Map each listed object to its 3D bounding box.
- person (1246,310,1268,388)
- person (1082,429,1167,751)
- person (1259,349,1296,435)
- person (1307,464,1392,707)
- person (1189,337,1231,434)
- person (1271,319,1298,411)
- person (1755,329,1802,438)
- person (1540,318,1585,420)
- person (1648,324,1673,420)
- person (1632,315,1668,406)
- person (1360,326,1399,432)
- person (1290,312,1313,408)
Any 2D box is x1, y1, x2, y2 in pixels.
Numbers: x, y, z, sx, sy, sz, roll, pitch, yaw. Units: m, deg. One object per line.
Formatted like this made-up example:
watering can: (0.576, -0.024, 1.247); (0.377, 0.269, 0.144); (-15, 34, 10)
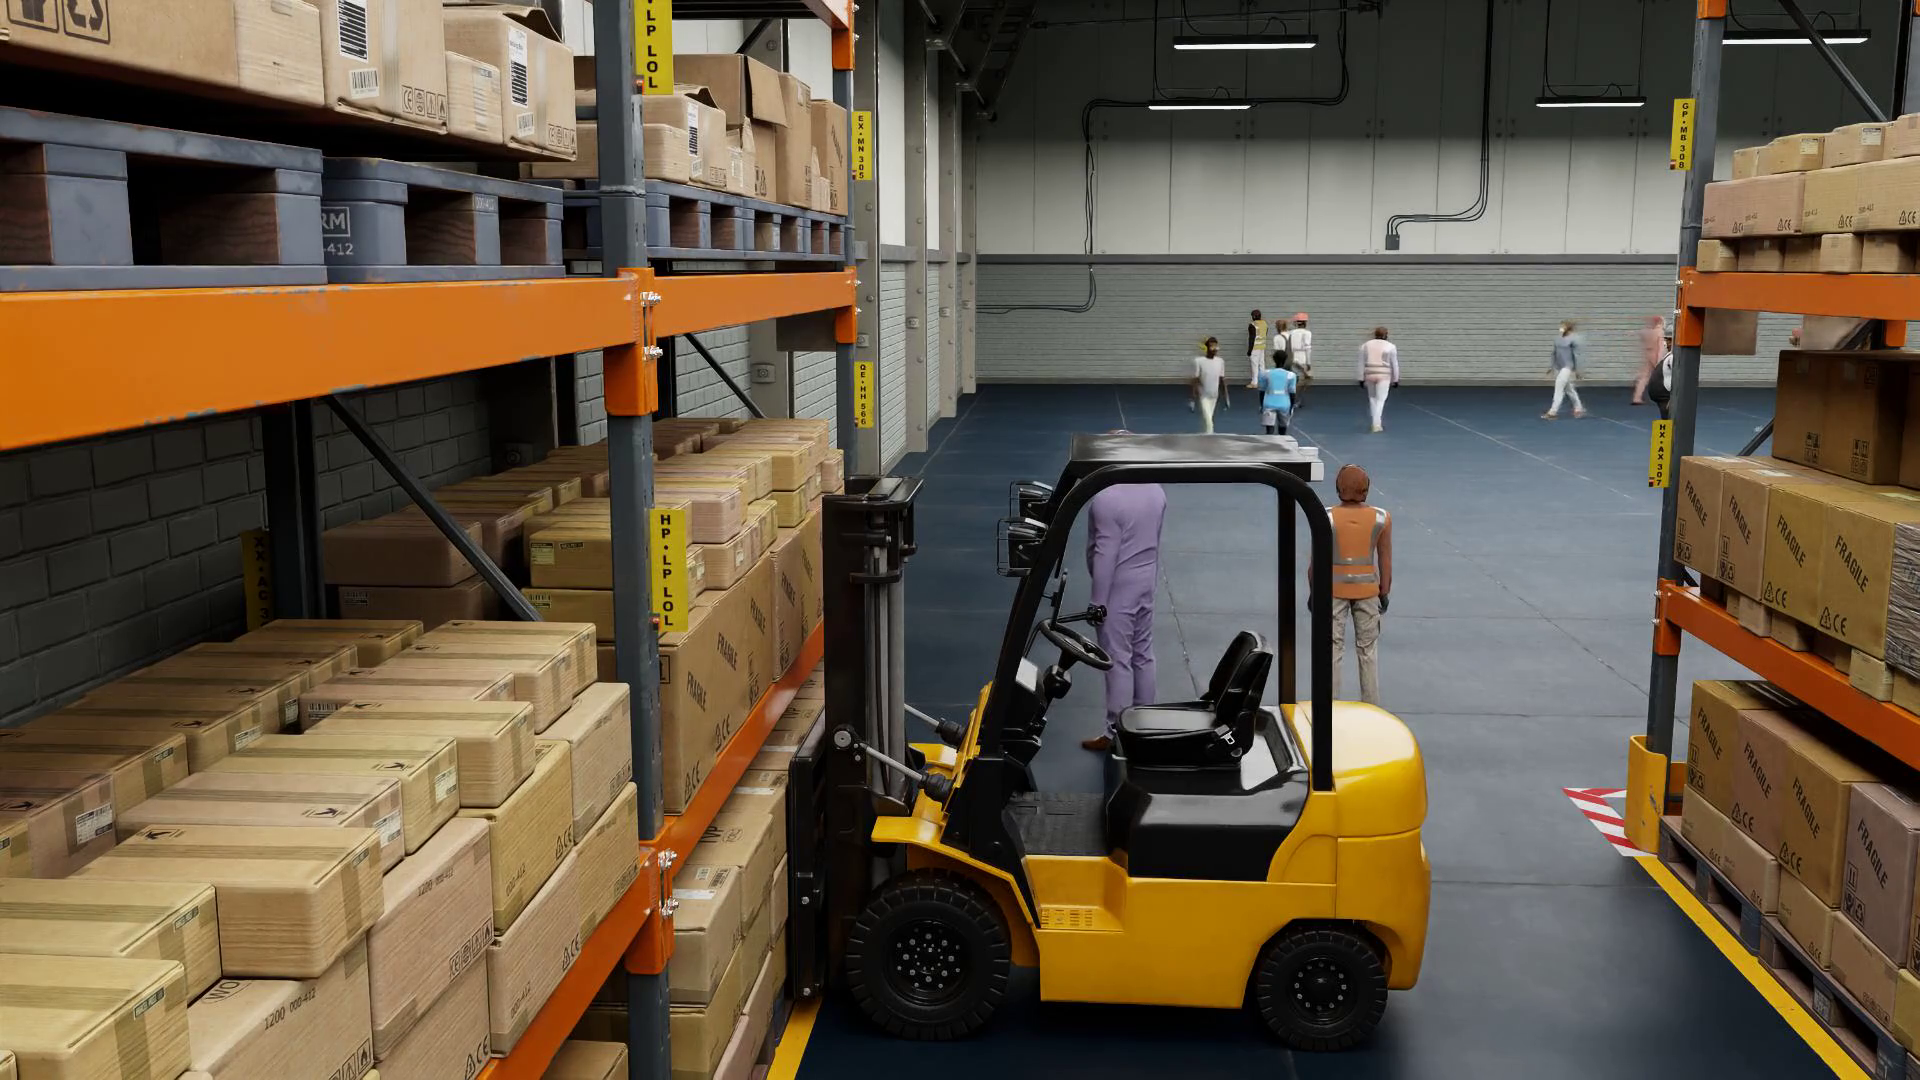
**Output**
person: (6.946, -4.479, 39.014); (0.624, 1.837, 0.430); (-9, 13, -44)
person: (0.940, 0.300, 9.832); (0.399, 1.907, 0.644); (7, 12, 38)
person: (4.588, -1.926, 24.063); (0.527, 1.659, 0.856); (1, 9, 8)
person: (2.420, 0.349, 10.344); (0.522, 1.638, 0.311); (0, 9, 1)
person: (3.690, -2.040, 24.252); (0.555, 1.821, 0.946); (-5, 11, -27)
person: (6.303, -3.408, 32.502); (0.531, 1.835, 0.425); (-6, 11, -31)
person: (13.646, -2.545, 27.287); (0.970, 1.829, 0.606); (6, 11, 31)
person: (11.339, -3.191, 31.061); (1.019, 1.898, 0.630); (-3, 10, -16)
person: (10.035, -2.037, 23.585); (0.537, 2.000, 0.689); (4, 10, 22)
person: (14.243, -3.660, 33.992); (1.020, 1.852, 0.666); (-2, 10, -11)
person: (7.342, -2.807, 28.953); (0.644, 1.806, 0.876); (7, 12, 36)
person: (6.854, -3.610, 33.478); (0.515, 1.919, 0.566); (-8, 12, -40)
